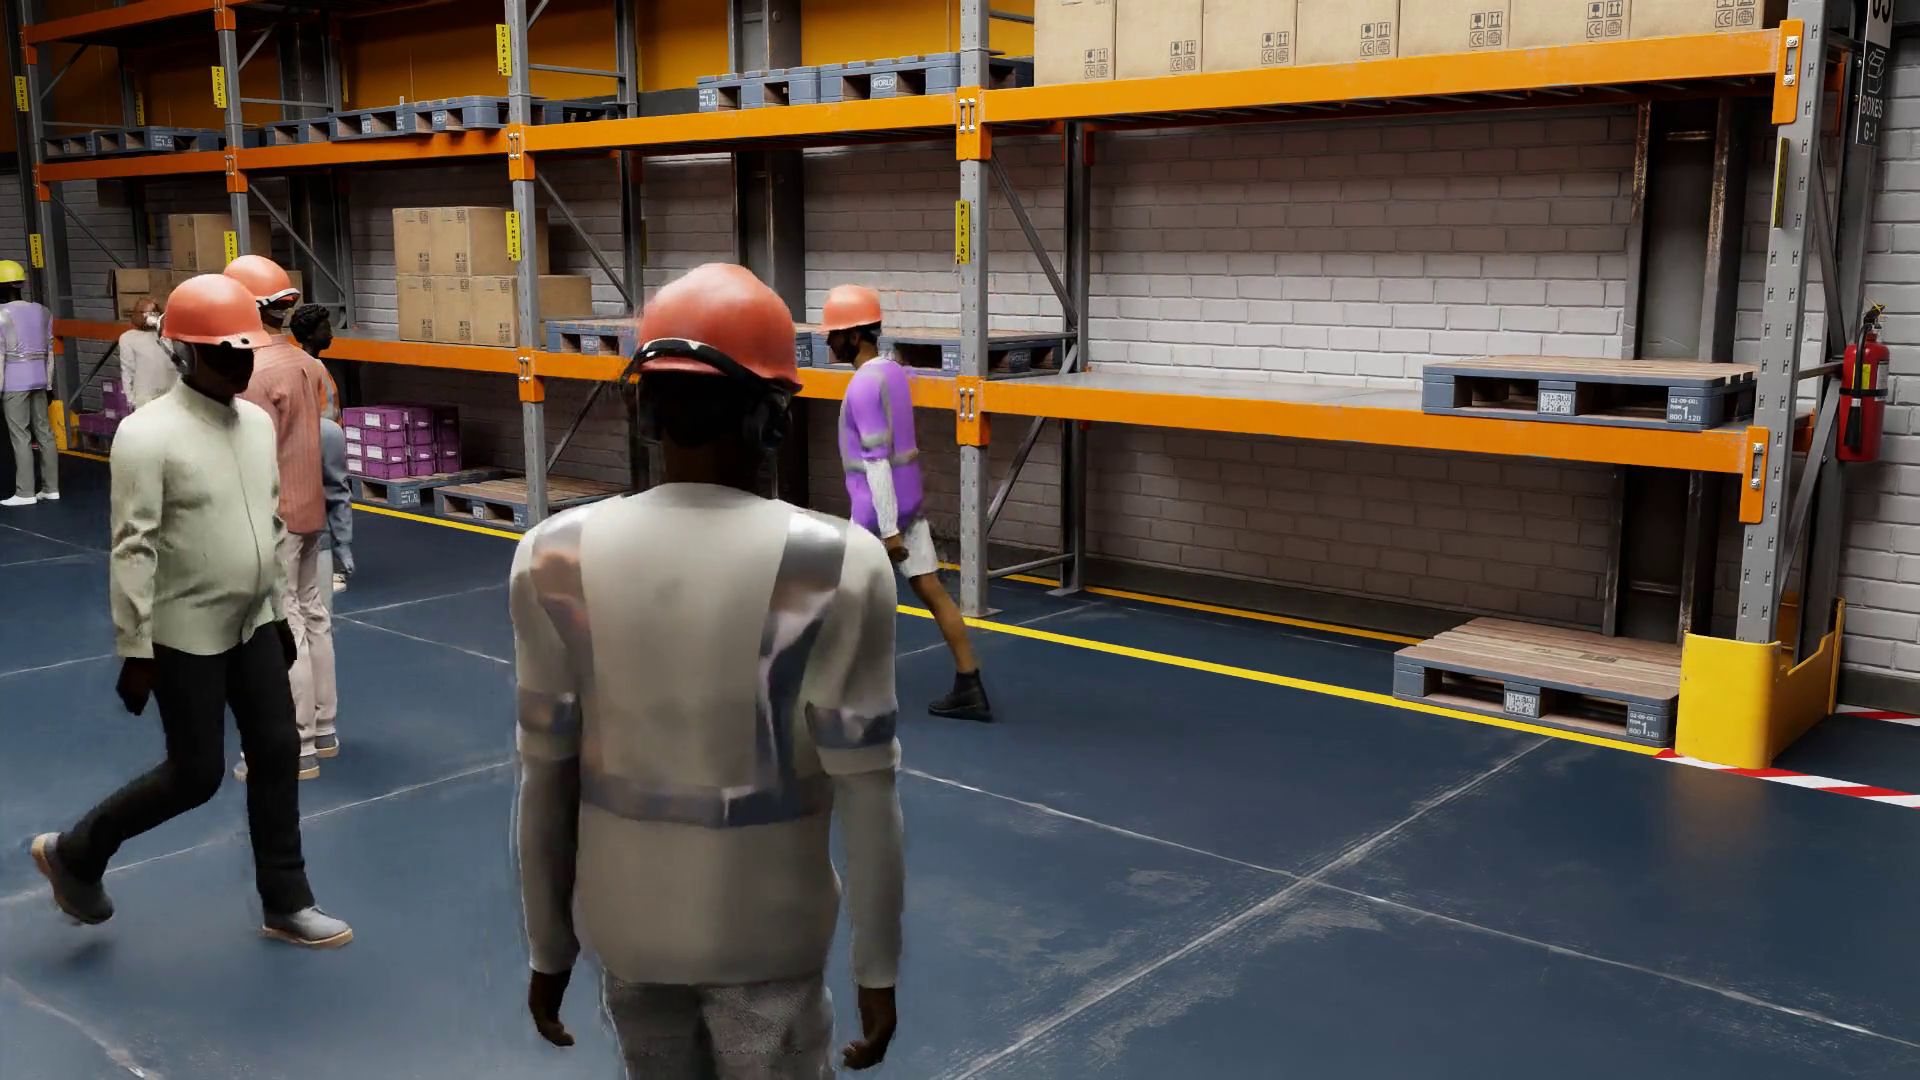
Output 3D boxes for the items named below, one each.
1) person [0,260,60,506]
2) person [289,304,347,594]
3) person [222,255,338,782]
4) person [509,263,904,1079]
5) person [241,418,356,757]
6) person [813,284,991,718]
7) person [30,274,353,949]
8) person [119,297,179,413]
[{"bbox_3d":[-7.389,-1.229,13.093,0.360,1.930,0.587,3,10,17],"label":"person"},{"bbox_3d":[-3.794,-0.534,9.797,0.318,1.695,0.539,-3,10,-18],"label":"person"},{"bbox_3d":[-2.618,-0.079,6.359,0.381,1.994,0.622,0,10,-3],"label":"person"},{"bbox_3d":[-0.395,0.597,2.506,0.609,2.010,0.884,2,10,10],"label":"person"},{"bbox_3d":[-2.680,0.062,6.641,0.520,1.638,0.362,-3,10,-15],"label":"person"},{"bbox_3d":[-0.337,-0.145,7.119,1.062,1.877,0.583,4,11,21],"label":"person"},{"bbox_3d":[-2.208,0.229,4.715,0.772,1.961,0.658,2,10,12],"label":"person"},{"bbox_3d":[-6.690,-1.195,13.776,0.284,1.623,0.492,6,12,31],"label":"person"}]
